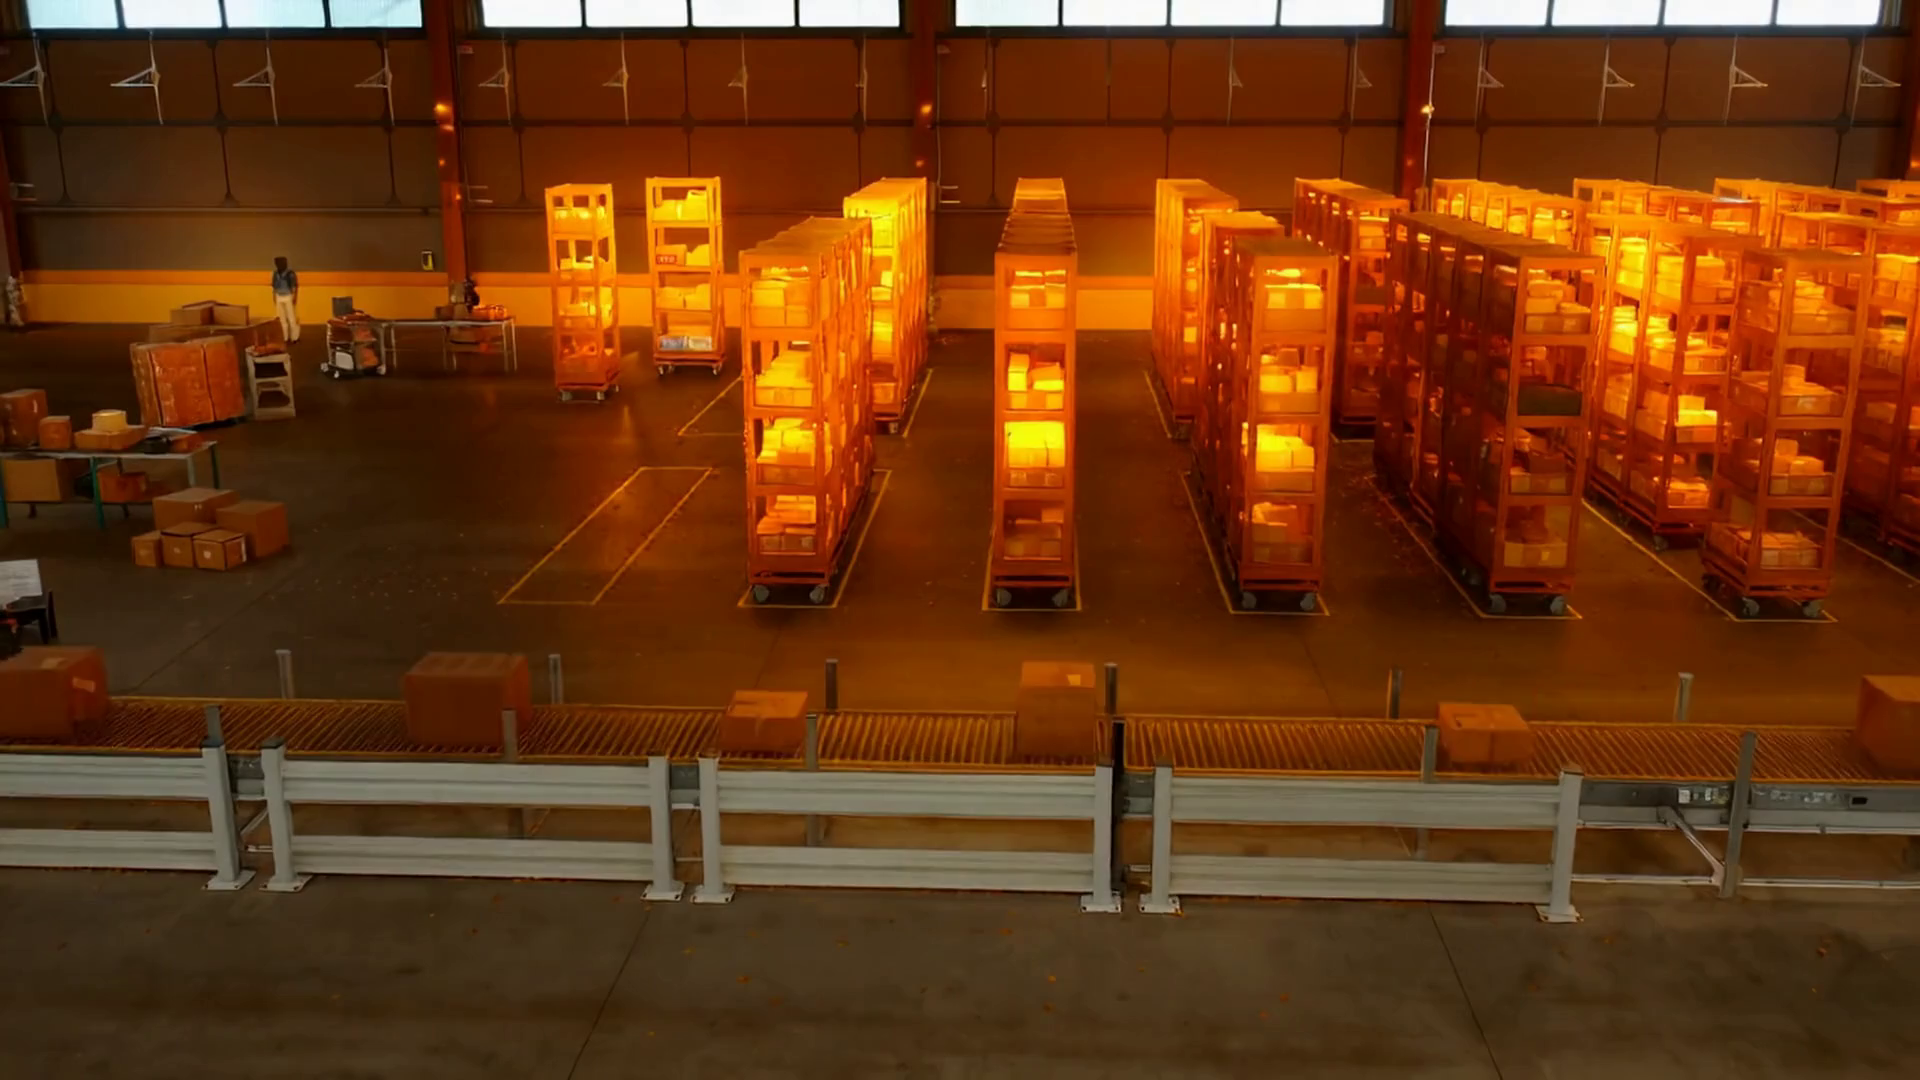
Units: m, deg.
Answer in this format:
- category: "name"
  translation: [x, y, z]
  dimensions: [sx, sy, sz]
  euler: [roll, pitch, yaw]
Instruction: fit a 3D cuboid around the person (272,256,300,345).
- category: "person"
  translation: [-14.014, -4.980, 34.549]
  dimensions: [0.621, 1.837, 0.429]
  euler: [7, 16, 23]
